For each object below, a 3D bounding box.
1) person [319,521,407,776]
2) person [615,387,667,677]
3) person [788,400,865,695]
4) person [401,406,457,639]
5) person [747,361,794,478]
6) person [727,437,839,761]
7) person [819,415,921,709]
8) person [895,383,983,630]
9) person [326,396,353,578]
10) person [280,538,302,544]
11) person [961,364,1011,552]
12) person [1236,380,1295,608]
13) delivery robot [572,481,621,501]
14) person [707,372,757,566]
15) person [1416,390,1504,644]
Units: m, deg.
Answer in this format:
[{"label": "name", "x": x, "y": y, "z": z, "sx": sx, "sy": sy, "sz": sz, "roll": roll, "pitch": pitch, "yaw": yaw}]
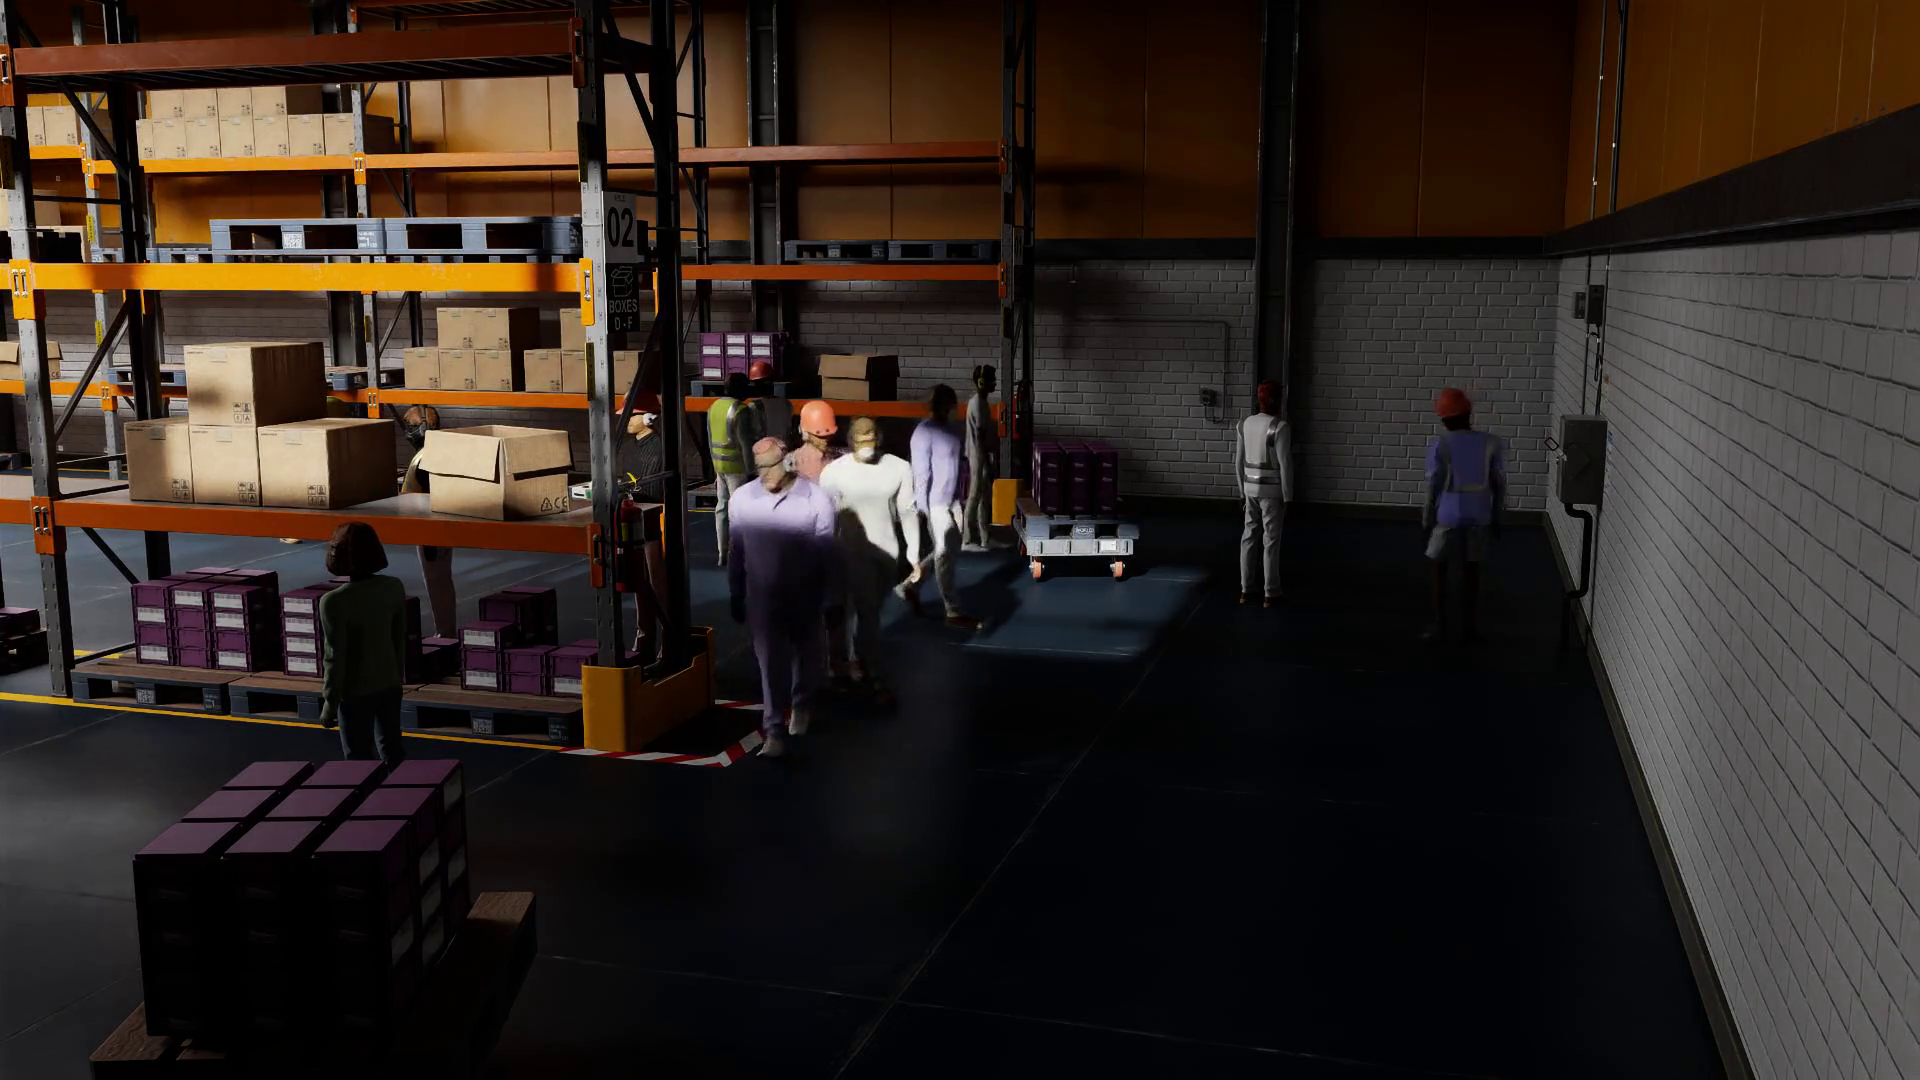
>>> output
[{"label": "person", "x": -2.793, "y": 0.721, "z": 7.810, "sx": 0.284, "sy": 1.636, "sz": 0.500, "roll": 4, "pitch": 10, "yaw": 23}, {"label": "person", "x": -2.164, "y": -0.061, "z": 11.484, "sx": 0.387, "sy": 1.992, "sz": 0.626, "roll": -9, "pitch": 13, "yaw": -43}, {"label": "person", "x": -1.011, "y": 0.042, "z": 10.962, "sx": 0.700, "sy": 1.965, "sz": 0.654, "roll": 9, "pitch": 13, "yaw": 44}, {"label": "person", "x": -3.788, "y": -0.046, "z": 11.910, "sx": 0.430, "sy": 1.836, "sz": 0.618, "roll": -2, "pitch": 10, "yaw": -12}, {"label": "person", "x": -1.819, "y": -0.714, "z": 15.651, "sx": 0.364, "sy": 1.936, "sz": 0.542, "roll": 8, "pitch": 12, "yaw": 41}, {"label": "person", "x": -1.033, "y": 0.319, "z": 9.658, "sx": 0.666, "sy": 1.841, "sz": 1.007, "roll": 0, "pitch": 9, "yaw": -1}, {"label": "person", "x": -0.611, "y": 0.098, "z": 10.911, "sx": 0.648, "sy": 1.875, "sz": 1.052, "roll": -4, "pitch": 10, "yaw": -22}, {"label": "person", "x": -0.179, "y": -0.272, "z": 13.015, "sx": 0.810, "sy": 1.918, "sz": 0.646, "roll": 5, "pitch": 10, "yaw": 27}, {"label": "person", "x": -4.756, "y": -0.189, "z": 12.761, "sx": 0.404, "sy": 1.830, "sz": 0.600, "roll": -2, "pitch": 9, "yaw": -11}, {"label": "person", "x": -6.808, "y": -0.892, "z": 17.019, "sx": 0.429, "sy": 1.844, "sz": 0.627, "roll": 3, "pitch": 10, "yaw": 20}, {"label": "person", "x": 0.236, "y": -0.804, "z": 16.443, "sx": 0.397, "sy": 1.869, "sz": 0.552, "roll": 1, "pitch": 9, "yaw": 5}, {"label": "person", "x": 2.536, "y": -0.383, "z": 13.783, "sx": 0.356, "sy": 1.887, "sz": 0.574, "roll": -7, "pitch": 12, "yaw": -38}, {"label": "delivery robot", "x": -3.894, "y": -0.503, "z": 18.278, "sx": 0.477, "sy": 0.478, "sz": 0.707, "roll": 8, "pitch": 12, "yaw": 41}, {"label": "person", "x": -2.091, "y": -0.650, "z": 15.559, "sx": 0.430, "sy": 1.840, "sz": 0.619, "roll": -8, "pitch": 12, "yaw": -40}, {"label": "person", "x": 3.711, "y": -0.150, "z": 12.331, "sx": 0.626, "sy": 1.900, "sz": 0.396, "roll": 0, "pitch": 9, "yaw": 3}]
